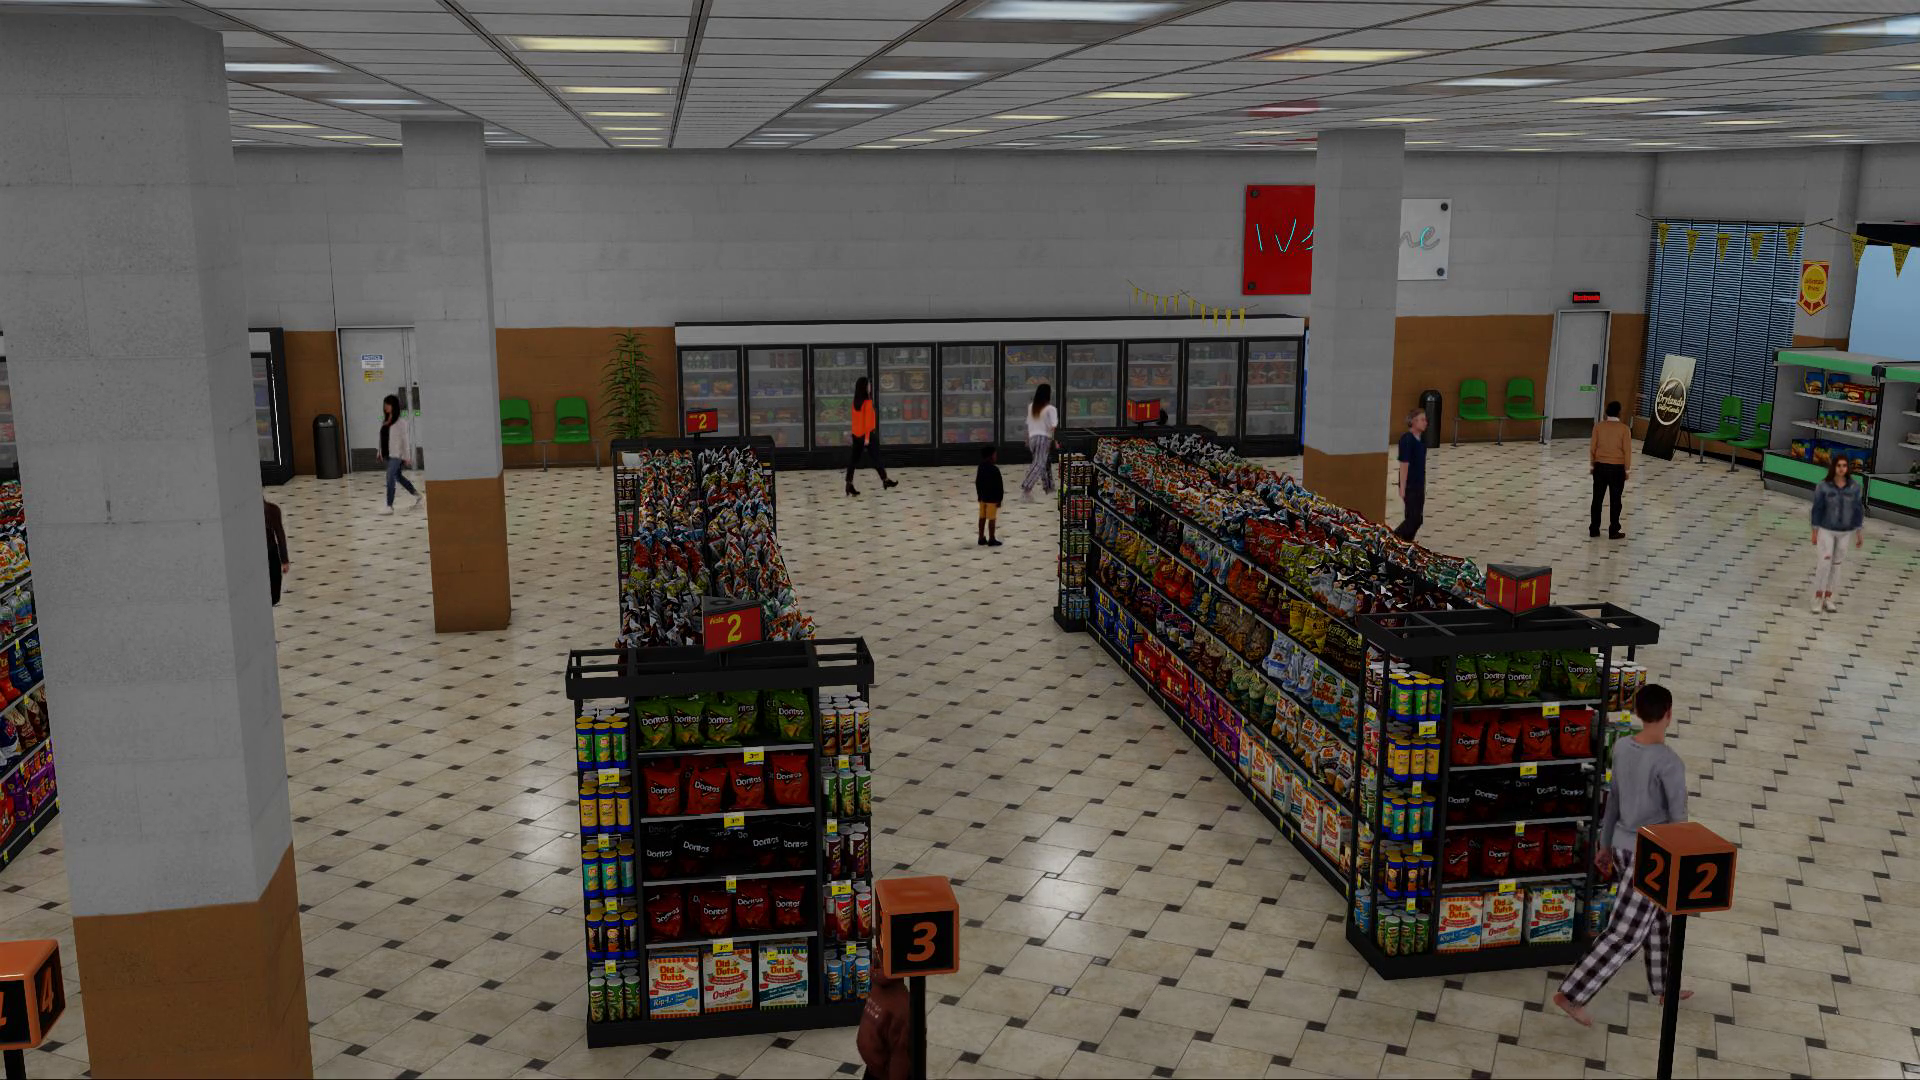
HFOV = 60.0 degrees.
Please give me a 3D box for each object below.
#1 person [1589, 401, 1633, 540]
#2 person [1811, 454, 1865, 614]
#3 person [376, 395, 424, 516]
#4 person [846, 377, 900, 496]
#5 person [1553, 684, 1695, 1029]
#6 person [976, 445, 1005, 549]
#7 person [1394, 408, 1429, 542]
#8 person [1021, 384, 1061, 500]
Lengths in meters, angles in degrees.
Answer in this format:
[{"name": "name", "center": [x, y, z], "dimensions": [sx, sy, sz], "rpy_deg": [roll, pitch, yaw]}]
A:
[{"name": "person", "center": [8.269, -0.900, 21.178], "dimensions": [0.733, 1.754, 0.814], "rpy_deg": [10, 15, 39]}, {"name": "person", "center": [9.167, -0.081, 17.464], "dimensions": [0.768, 1.682, 0.830], "rpy_deg": [3, 12, 12]}, {"name": "person", "center": [-7.696, -1.165, 22.797], "dimensions": [1.045, 1.607, 1.116], "rpy_deg": [8, 14, 33]}, {"name": "person", "center": [-1.472, -1.463, 23.962], "dimensions": [0.977, 1.709, 1.108], "rpy_deg": [-8, 14, -33]}, {"name": "person", "center": [3.513, 1.697, 8.744], "dimensions": [0.791, 1.797, 1.135], "rpy_deg": [-3, 12, -13]}, {"name": "person", "center": [0.350, -0.551, 20.696], "dimensions": [0.608, 1.270, 0.677], "rpy_deg": [10, 16, 40]}, {"name": "person", "center": [5.256, -0.630, 19.634], "dimensions": [0.885, 1.863, 0.833], "rpy_deg": [10, 16, 41]}, {"name": "person", "center": [1.103, -1.372, 23.711], "dimensions": [1.118, 1.635, 1.176], "rpy_deg": [-11, 16, -41]}]
